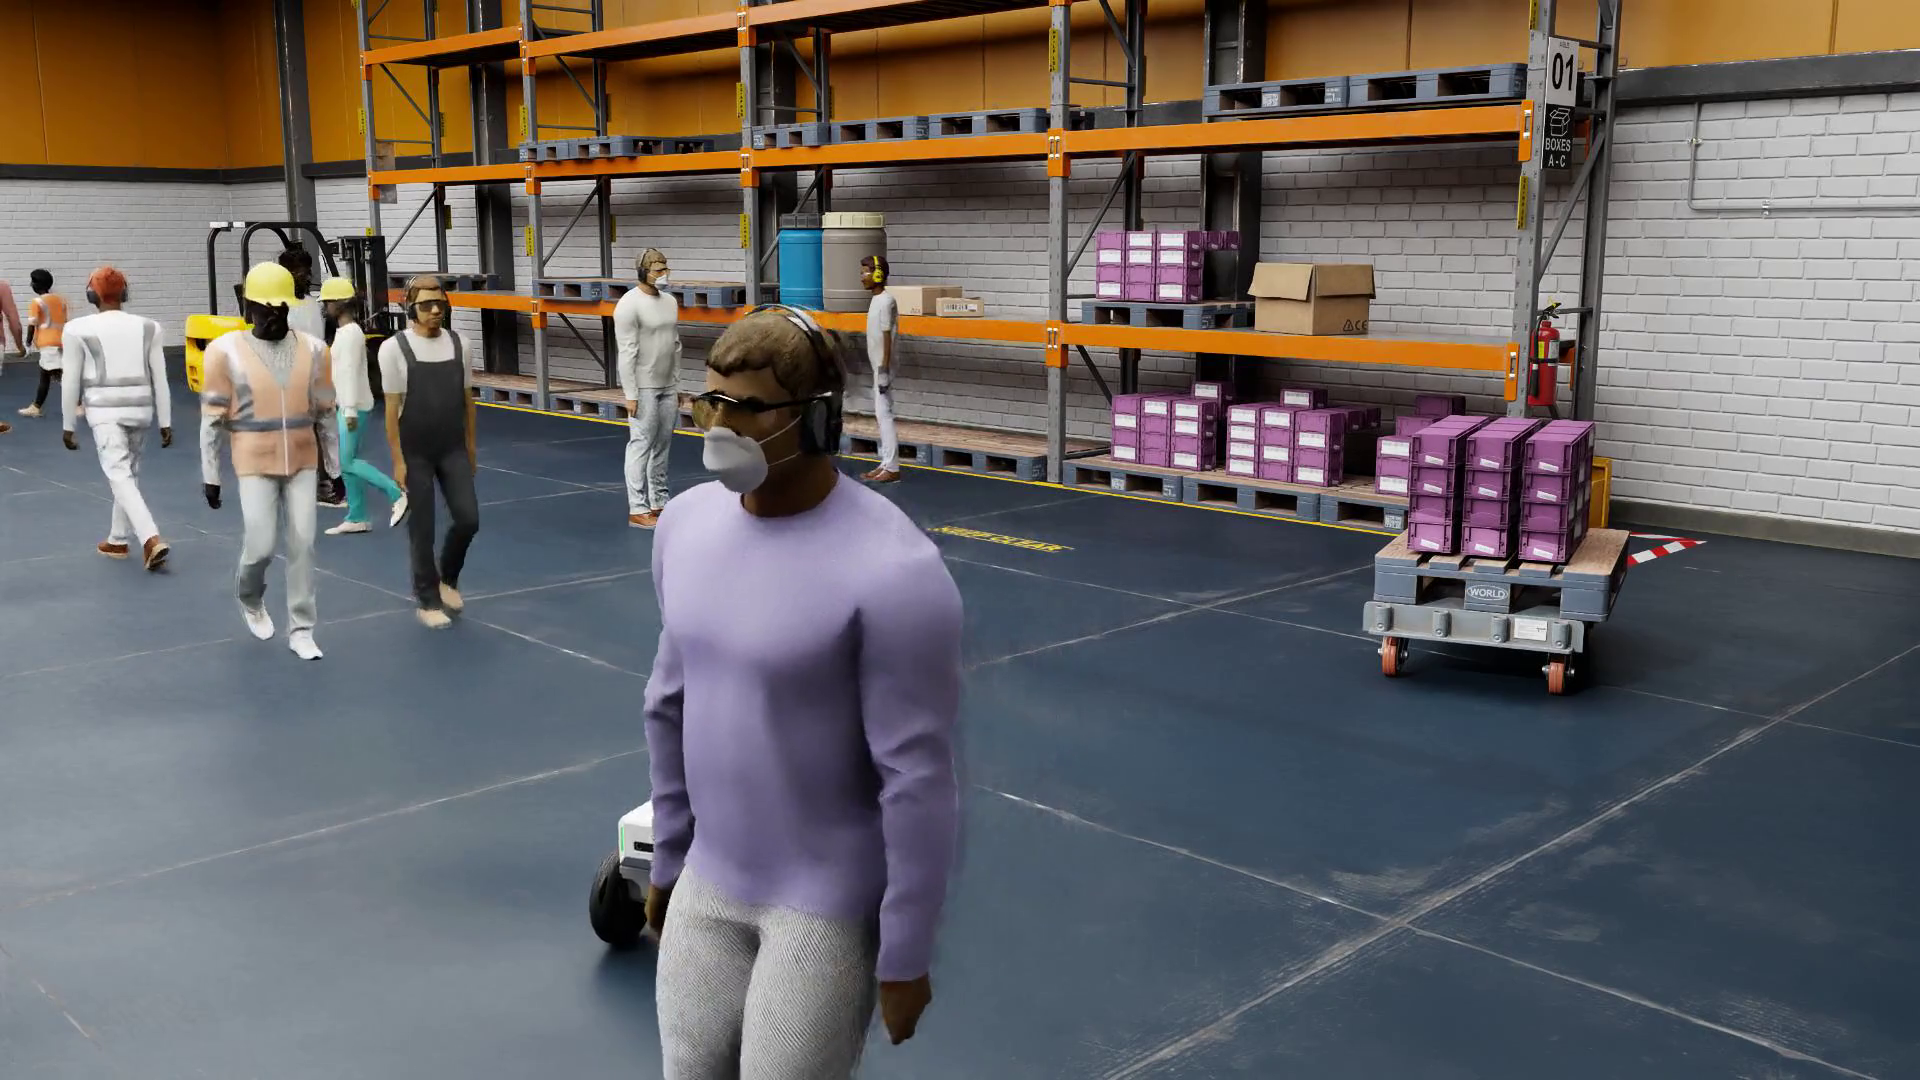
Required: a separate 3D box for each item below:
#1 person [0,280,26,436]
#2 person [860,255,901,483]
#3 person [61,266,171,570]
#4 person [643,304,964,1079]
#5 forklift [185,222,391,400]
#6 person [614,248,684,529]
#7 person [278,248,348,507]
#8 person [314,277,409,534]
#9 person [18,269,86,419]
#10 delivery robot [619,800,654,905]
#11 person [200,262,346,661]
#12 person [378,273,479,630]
[{"bbox_3d":[-9.641,-1.942,16.410,0.611,1.952,1.010,-1,10,-6],"label":"person"},{"bbox_3d":[-0.652,-1.395,13.665,0.328,1.861,0.541,-2,11,-10],"label":"person"},{"bbox_3d":[-5.108,-0.746,10.156,0.962,1.843,0.582,8,13,39],"label":"person"},{"bbox_3d":[-0.239,0.570,2.766,0.643,1.924,0.654,9,14,42],"label":"person"},{"bbox_3d":[-8.169,-2.758,20.163,2.313,2.155,1.214,-10,14,-44],"label":"forklift"},{"bbox_3d":[-2.143,-1.044,11.543,0.362,1.936,0.627,5,11,23],"label":"person"},{"bbox_3d":[-4.996,-1.206,12.418,0.854,1.939,0.607,5,11,24],"label":"person"},{"bbox_3d":[-4.044,-0.892,11.197,0.484,1.749,0.538,-4,11,-23],"label":"person"},{"bbox_3d":[-10.037,-2.145,18.302,0.867,1.648,0.547,1,10,4],"label":"person"},{"bbox_3d":[-0.688,0.819,4.877,0.477,0.478,0.707,4,11,21],"label":"delivery robot"},{"bbox_3d":[-3.287,-0.371,7.943,0.629,1.901,0.598,-9,14,-41],"label":"person"},{"bbox_3d":[-2.707,-0.444,8.550,0.513,1.834,0.406,-8,13,-38],"label":"person"}]
